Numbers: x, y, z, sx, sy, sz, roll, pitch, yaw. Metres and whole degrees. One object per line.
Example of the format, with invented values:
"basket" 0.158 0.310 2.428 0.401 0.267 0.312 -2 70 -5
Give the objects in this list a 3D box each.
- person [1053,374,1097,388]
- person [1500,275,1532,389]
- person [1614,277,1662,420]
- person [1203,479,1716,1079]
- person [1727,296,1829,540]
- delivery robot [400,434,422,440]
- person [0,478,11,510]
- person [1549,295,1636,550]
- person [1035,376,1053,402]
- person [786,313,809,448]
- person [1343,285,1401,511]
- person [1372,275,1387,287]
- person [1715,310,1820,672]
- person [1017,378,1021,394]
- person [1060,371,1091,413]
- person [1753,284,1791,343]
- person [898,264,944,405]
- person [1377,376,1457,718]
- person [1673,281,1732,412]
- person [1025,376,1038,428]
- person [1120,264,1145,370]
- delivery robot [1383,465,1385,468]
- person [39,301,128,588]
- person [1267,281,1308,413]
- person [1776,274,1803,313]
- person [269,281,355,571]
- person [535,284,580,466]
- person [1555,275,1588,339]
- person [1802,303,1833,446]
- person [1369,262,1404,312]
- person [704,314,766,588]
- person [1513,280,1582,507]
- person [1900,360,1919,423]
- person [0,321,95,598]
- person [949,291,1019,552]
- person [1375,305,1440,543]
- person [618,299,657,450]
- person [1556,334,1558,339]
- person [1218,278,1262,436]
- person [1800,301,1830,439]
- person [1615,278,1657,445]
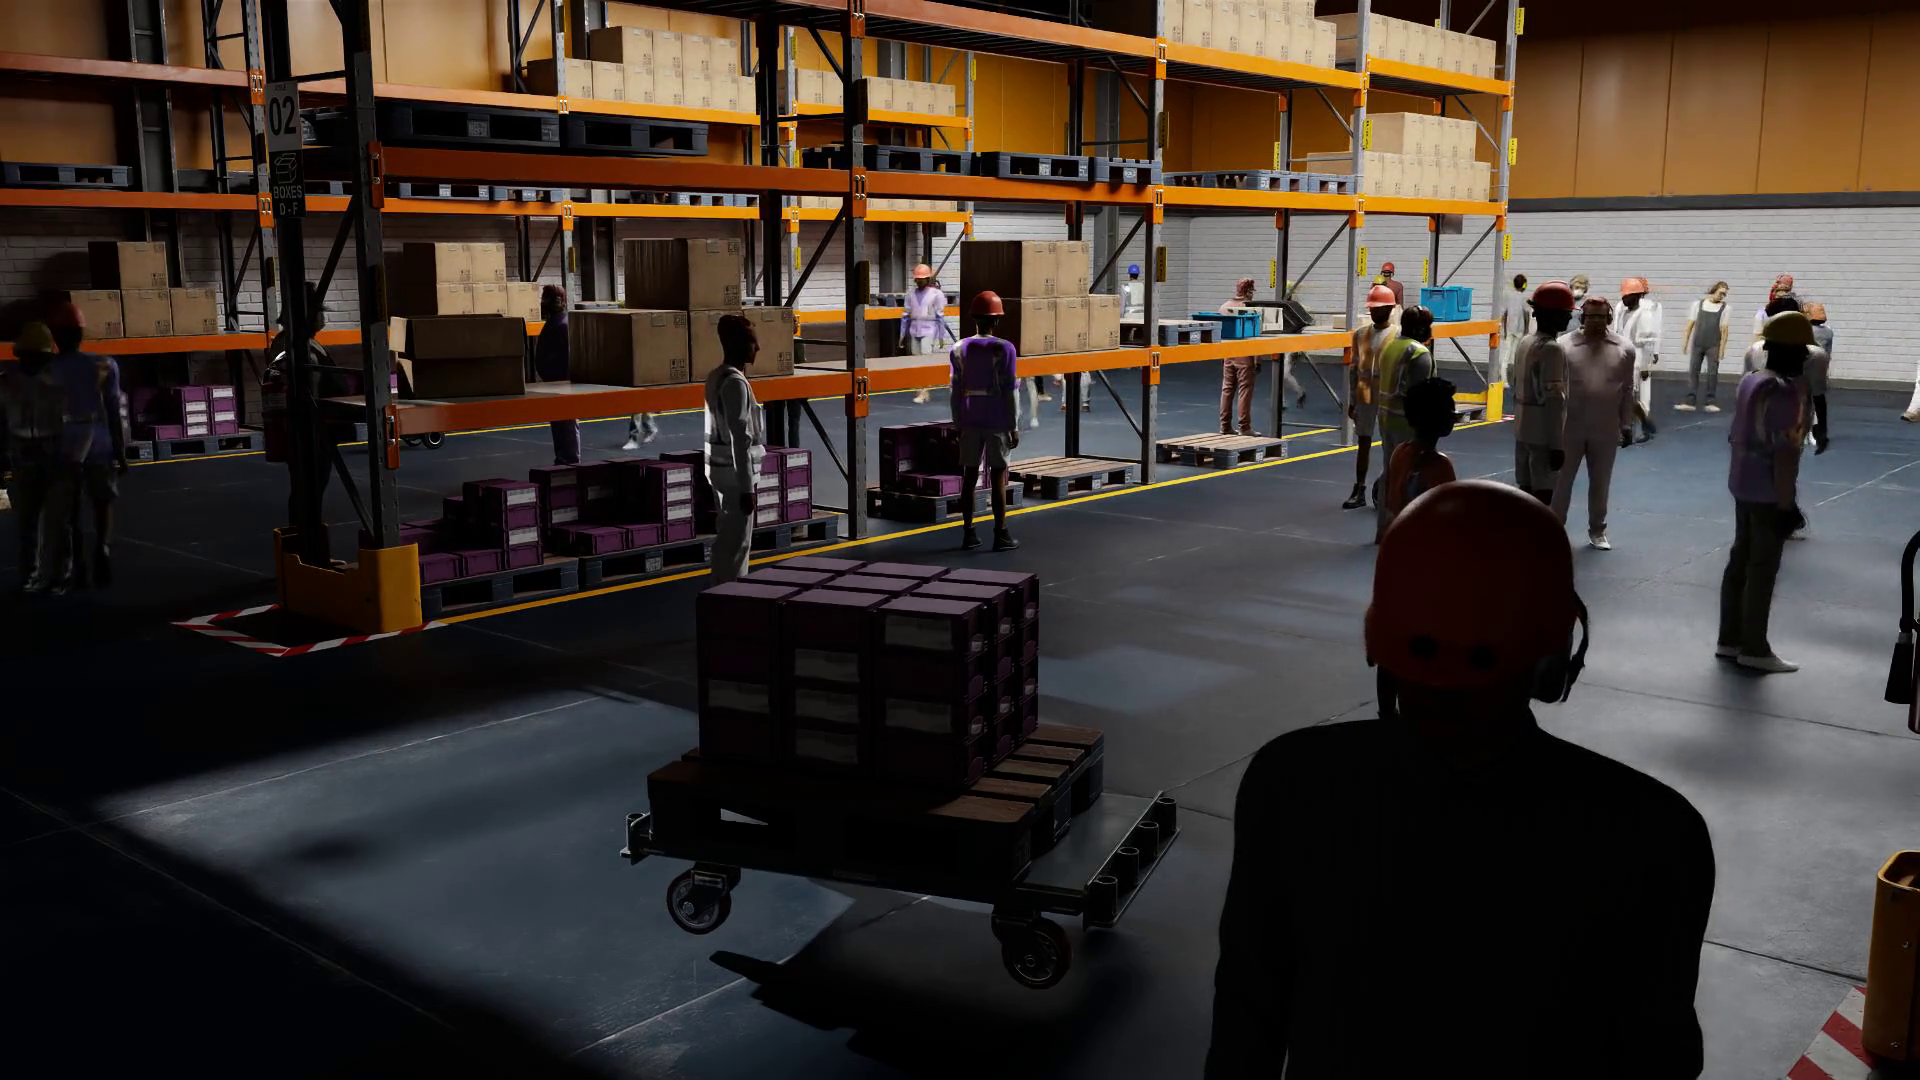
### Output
"person" 1.846 -3.415 27.027 1.057 1.891 0.625 -7 12 -37
"person" 8.988 -3.357 26.839 0.526 1.821 0.985 10 14 43
"person" 8.737 -2.449 21.492 0.577 1.885 0.349 3 10 15
"person" 0.607 0.901 2.138 0.611 1.985 0.394 4 11 20
"person" 6.198 -0.884 12.534 1.018 1.914 0.646 -7 12 -33
"delivery robot" -6.228 -1.325 18.614 0.477 0.478 0.707 9 13 41
"person" -8.525 -1.145 14.277 0.654 1.818 0.430 3 10 17
"person" 4.698 -0.868 12.440 0.652 1.904 0.402 2 10 12
"person" 0.939 -2.821 24.255 0.844 1.659 0.530 -7 12 -36
"person" -1.770 -1.538 17.024 0.507 1.632 0.272 5 11 26
"person" 3.590 -1.212 14.297 0.545 1.939 0.373 7 12 36
"person" 7.550 -3.889 30.032 0.314 1.768 0.526 10 14 44
"person" 4.349 -0.266 8.947 0.384 1.923 0.594 0 10 1
"person" 0.746 -3.143 25.591 0.590 1.833 0.404 9 13 40
"person" 1.582 -2.708 22.815 0.631 1.940 0.372 -1 10 -5
"person" 9.774 -2.167 20.056 0.569 1.832 0.398 -4 11 -21
"person" -0.572 -2.974 24.086 0.654 2.025 0.559 4 11 23
"person" 2.028 0.127 7.363 0.321 1.697 0.535 -1 10 -5
"person" 10.232 -2.659 22.942 0.679 1.813 0.309 8 12 37
"person" 0.750 -2.340 21.059 0.601 1.820 0.853 -2 10 -11
"person" 3.227 -4.125 30.859 0.602 1.949 0.387 -3 10 -18
"delivery robot" 3.887 -0.532 14.100 0.477 0.478 0.707 -2 10 -13
"person" -5.745 -0.593 10.853 0.559 1.915 0.700 -6 11 -29
"person" 4.453 -2.627 22.691 0.472 1.820 0.610 -4 11 -20
"person" 11.018 -2.609 22.354 0.642 1.905 0.399 -7 12 -35
"person" -4.396 -0.745 11.351 0.538 2.000 0.689 -3 10 -15
"person" -3.886 -1.502 16.040 0.407 1.908 0.641 -6 12 -32
"person" 7.820 -2.429 21.328 0.650 1.900 0.888 7 12 33
"person" 9.722 -1.890 19.024 0.498 1.634 0.280 -4 11 -20
"person" 7.872 -4.124 30.720 0.620 1.994 0.381 3 10 14
"person" -1.279 -0.342 9.497 0.340 1.882 0.586 -4 11 -20
"person" 3.868 -0.688 11.016 0.373 2.043 0.615 0 10 -2
"person" 12.659 -2.403 21.502 0.952 1.791 0.649 -5 11 -27
"person" -5.937 -0.518 10.784 0.640 1.787 0.489 -2 10 -10
"person" 0.194 -0.876 12.386 0.543 1.939 0.360 4 11 23
"person" 3.367 -0.839 12.489 0.429 1.835 0.629 -2 10 -12
"person" -3.659 -1.900 18.905 0.500 1.694 0.859 4 11 23
"person" 8.430 -2.701 23.761 0.878 1.588 0.538 1 10 3
"person" 3.389 -2.186 19.969 0.403 1.900 0.646 -9 13 -40
"person" 9.797 -1.938 19.282 0.513 1.641 0.309 2 10 13
"person" 7.638 -2.019 18.949 0.447 1.920 0.552 -2 10 -11
